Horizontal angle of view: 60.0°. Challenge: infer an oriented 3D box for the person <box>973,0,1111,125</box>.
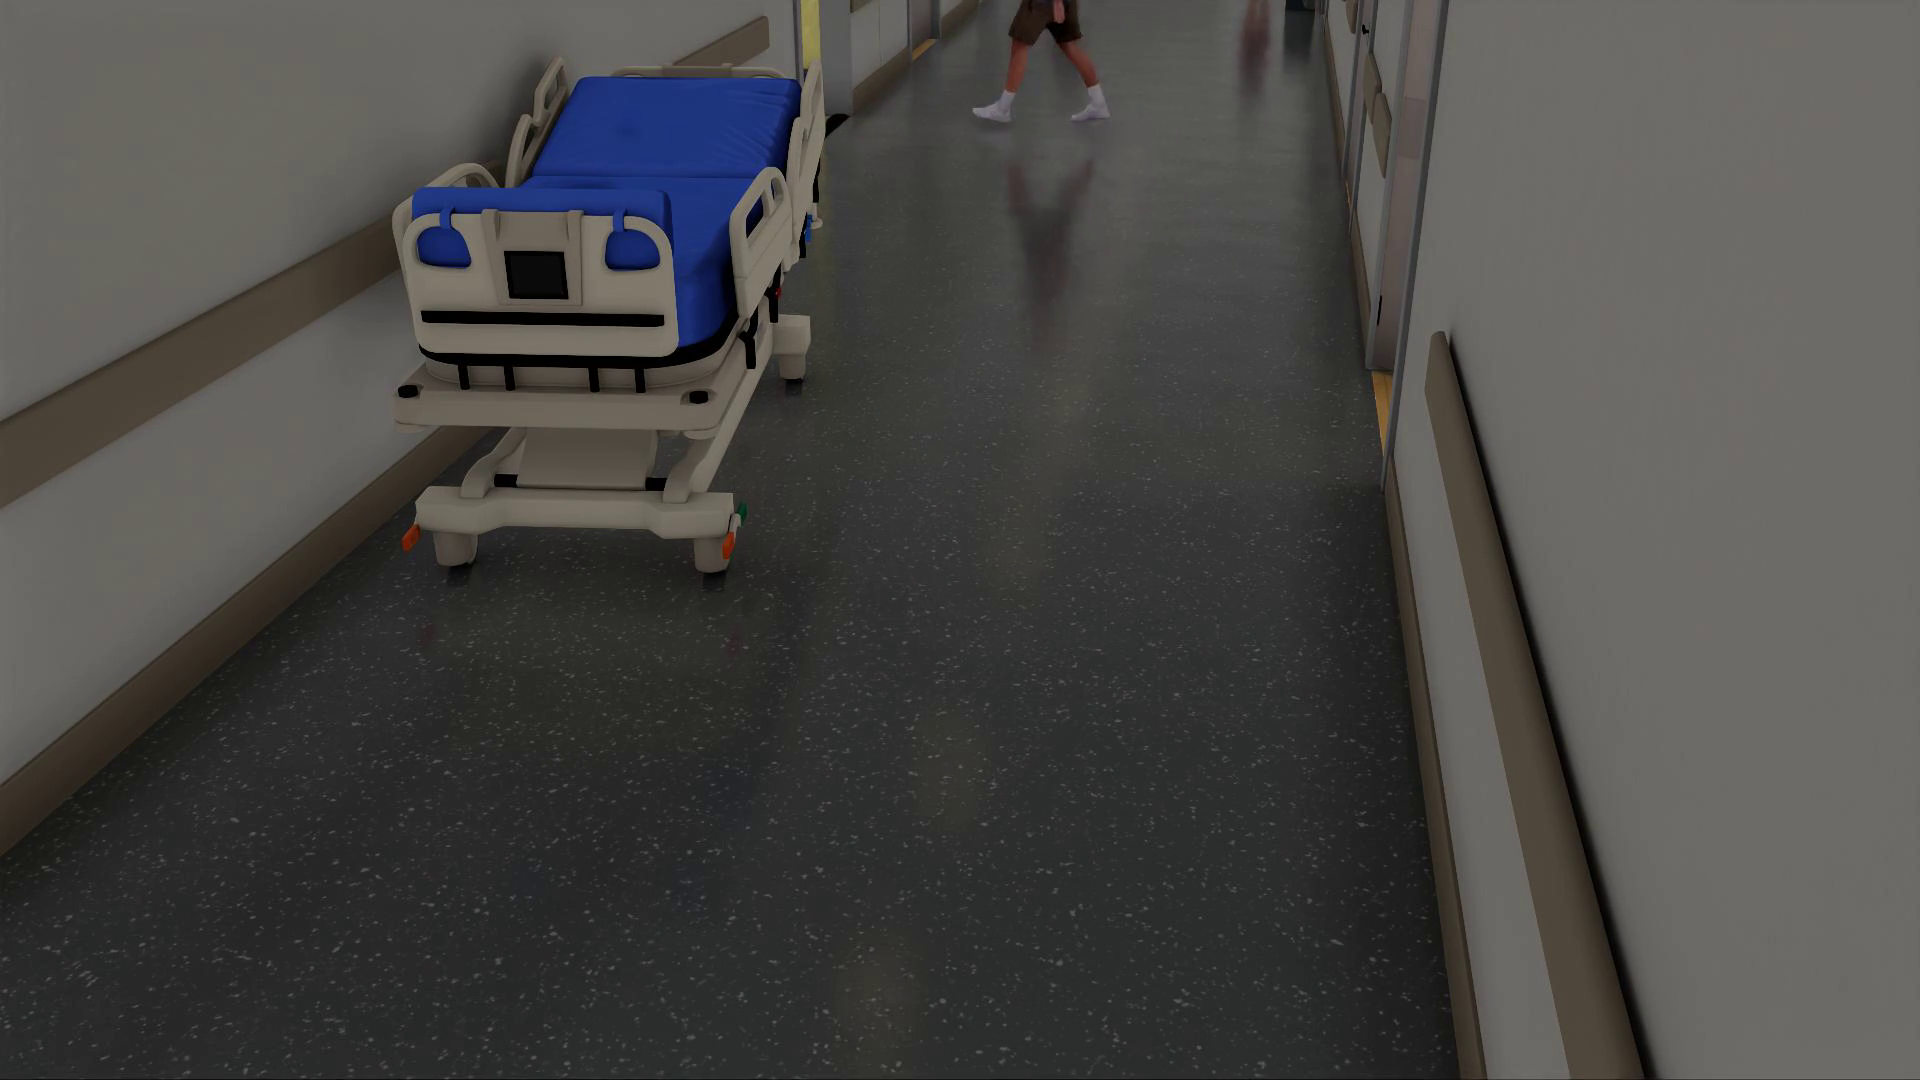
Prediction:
[{"bbox_3d":[0.701,-3.720,11.397,1.226,1.801,0.730,7,27,14],"label":"person"}]
